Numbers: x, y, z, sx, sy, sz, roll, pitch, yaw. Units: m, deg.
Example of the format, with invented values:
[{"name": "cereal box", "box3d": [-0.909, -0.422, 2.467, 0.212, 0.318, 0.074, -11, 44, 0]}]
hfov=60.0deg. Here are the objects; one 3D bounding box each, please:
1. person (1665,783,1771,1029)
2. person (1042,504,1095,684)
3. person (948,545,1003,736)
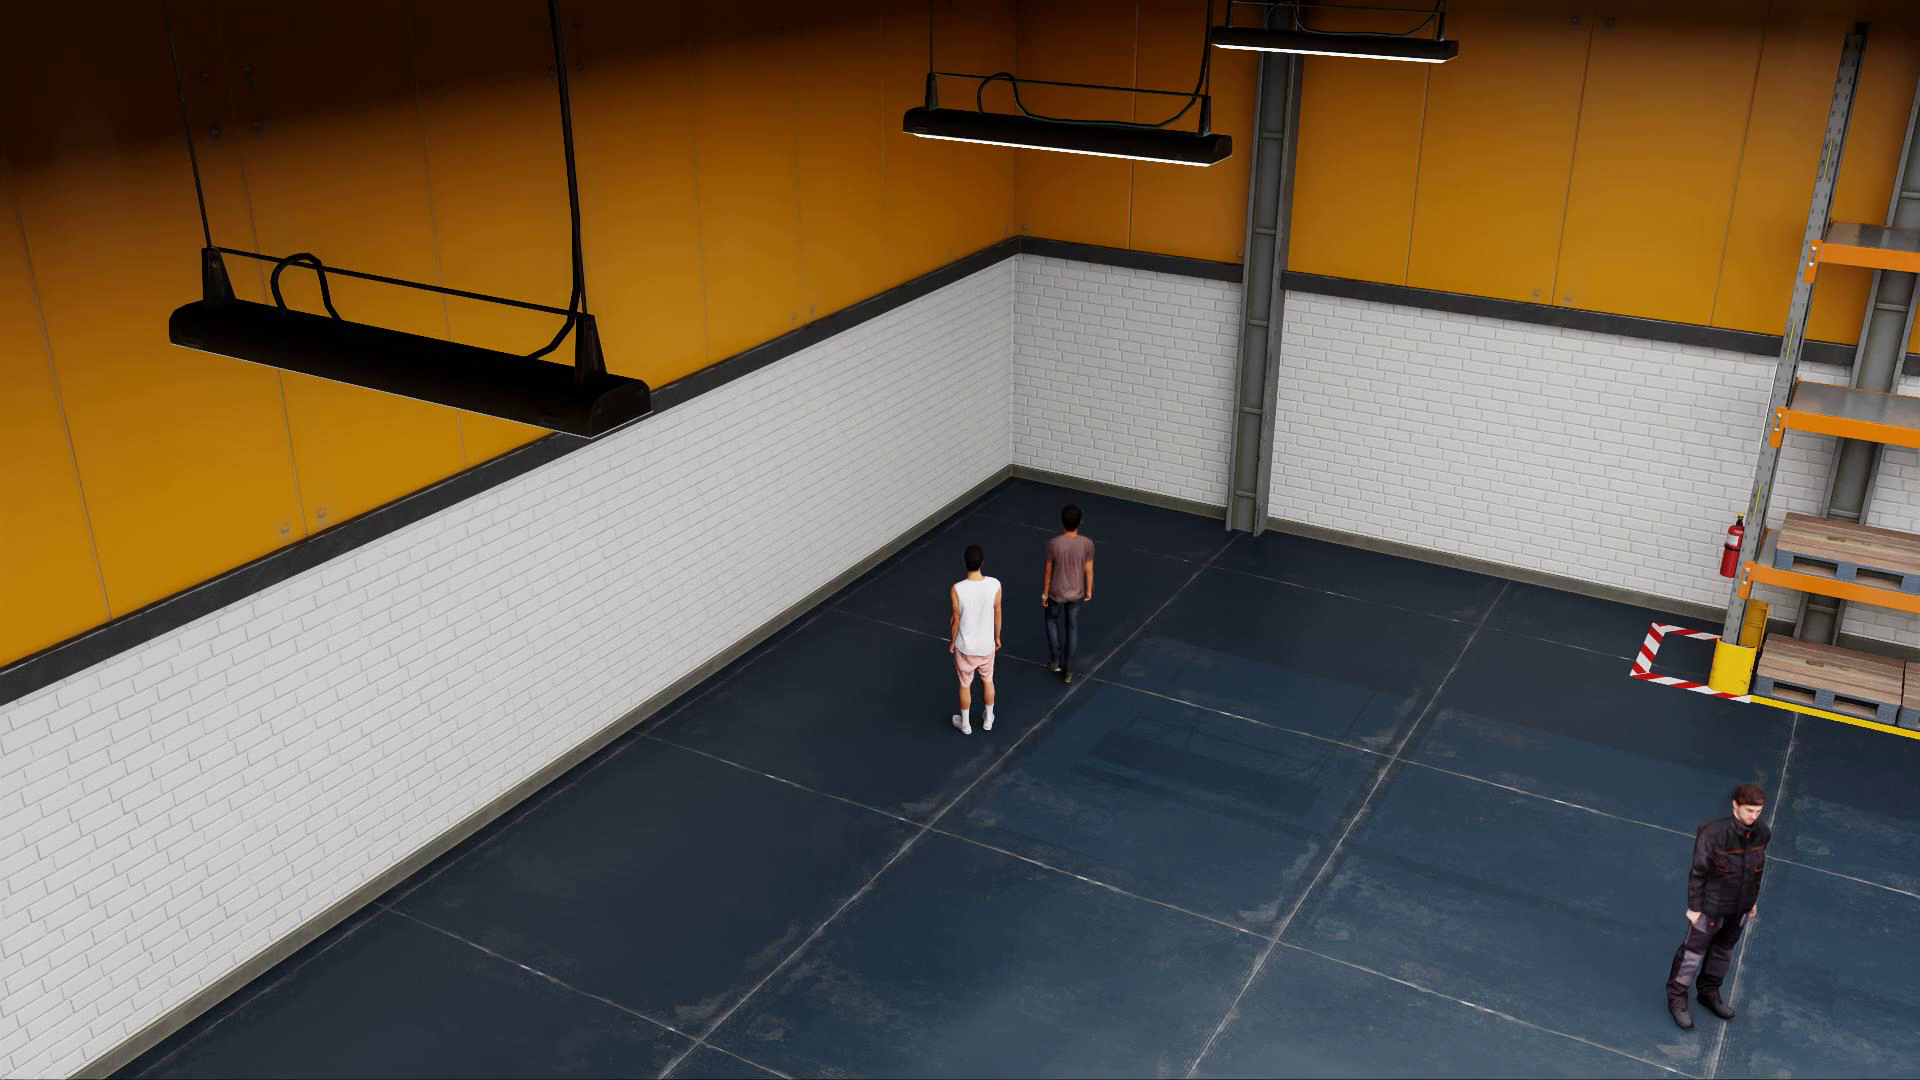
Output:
[{"name": "person", "box3d": [5.121, 2.427, 11.204, 0.782, 1.840, 0.835, -7, 24, -15]}, {"name": "person", "box3d": [1.015, 0.545, 15.607, 0.743, 1.763, 0.826, -2, 24, -5]}, {"name": "person", "box3d": [0.131, 0.890, 14.785, 0.724, 1.789, 0.783, -6, 24, -14]}]
